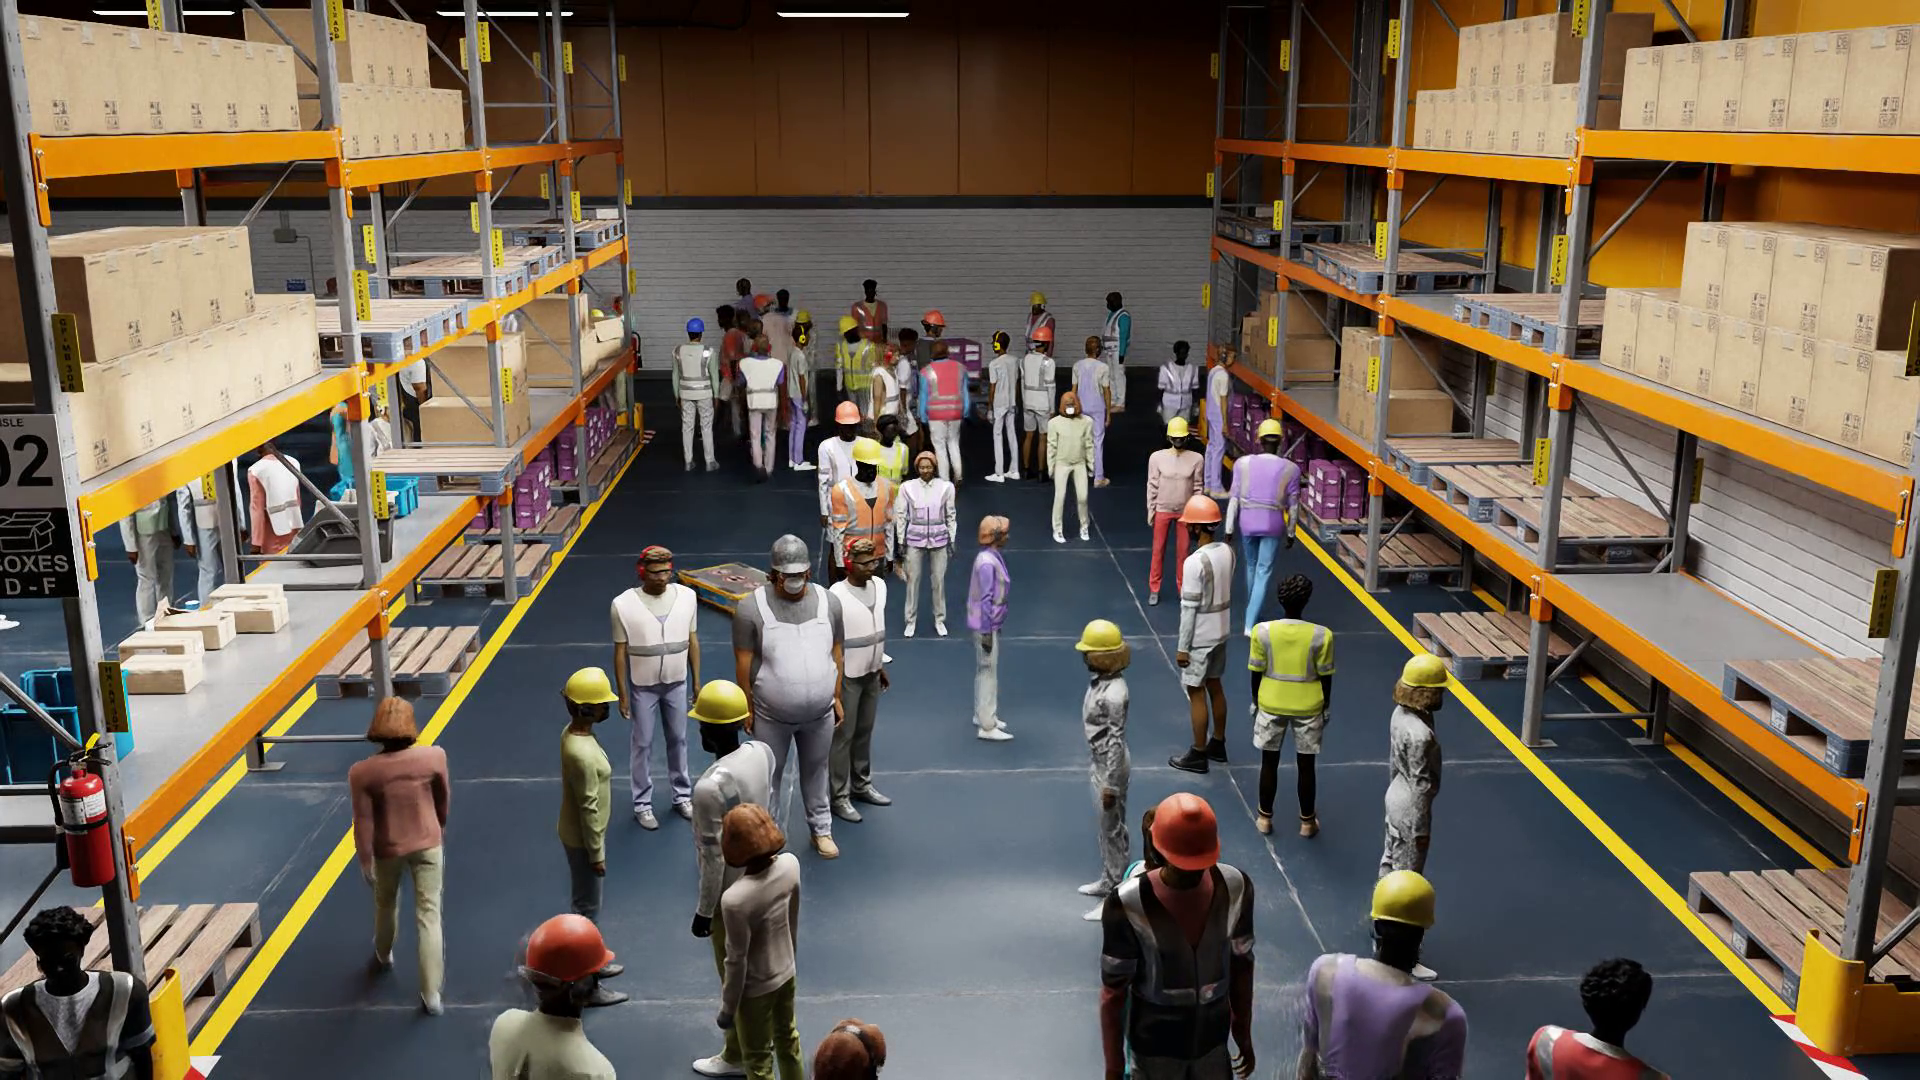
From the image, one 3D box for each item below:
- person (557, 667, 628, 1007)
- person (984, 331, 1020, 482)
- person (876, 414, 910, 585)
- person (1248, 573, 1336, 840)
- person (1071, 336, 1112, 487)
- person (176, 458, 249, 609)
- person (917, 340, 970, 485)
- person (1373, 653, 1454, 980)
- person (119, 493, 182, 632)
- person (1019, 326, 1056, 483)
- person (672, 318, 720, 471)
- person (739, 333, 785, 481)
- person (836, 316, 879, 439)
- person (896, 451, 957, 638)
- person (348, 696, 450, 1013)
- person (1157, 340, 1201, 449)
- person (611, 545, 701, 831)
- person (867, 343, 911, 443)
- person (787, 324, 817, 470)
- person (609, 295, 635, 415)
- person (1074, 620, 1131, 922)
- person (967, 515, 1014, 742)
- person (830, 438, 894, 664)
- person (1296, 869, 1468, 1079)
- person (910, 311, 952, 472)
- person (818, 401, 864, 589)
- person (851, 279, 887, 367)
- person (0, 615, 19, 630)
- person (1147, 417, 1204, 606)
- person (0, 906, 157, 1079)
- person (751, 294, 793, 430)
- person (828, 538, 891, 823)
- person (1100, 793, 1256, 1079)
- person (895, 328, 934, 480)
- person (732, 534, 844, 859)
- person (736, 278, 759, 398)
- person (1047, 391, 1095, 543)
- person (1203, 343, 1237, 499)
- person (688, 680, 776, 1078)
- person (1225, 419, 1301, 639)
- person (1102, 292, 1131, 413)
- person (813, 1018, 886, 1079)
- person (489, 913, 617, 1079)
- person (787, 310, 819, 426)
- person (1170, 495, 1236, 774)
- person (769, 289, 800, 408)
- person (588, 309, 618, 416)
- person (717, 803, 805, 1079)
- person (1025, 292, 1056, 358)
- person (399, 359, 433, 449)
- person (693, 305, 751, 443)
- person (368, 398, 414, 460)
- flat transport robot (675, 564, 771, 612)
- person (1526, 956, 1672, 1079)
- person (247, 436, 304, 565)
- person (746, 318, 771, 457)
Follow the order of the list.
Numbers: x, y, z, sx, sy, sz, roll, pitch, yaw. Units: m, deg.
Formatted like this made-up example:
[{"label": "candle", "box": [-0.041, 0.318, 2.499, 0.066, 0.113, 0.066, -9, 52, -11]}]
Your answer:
[{"label": "person", "box": [-1.864, 1.493, 8.426, 0.339, 1.761, 0.524, -4, 15, -17]}, {"label": "person", "box": [0.527, -1.642, 20.534, 0.511, 1.860, 0.331, -12, 19, -40]}, {"label": "person", "box": [-0.691, -0.369, 15.899, 0.550, 1.680, 0.610, -7, 16, -26]}, {"label": "person", "box": [2.052, 1.035, 10.338, 0.529, 1.697, 0.321, 4, 15, 16]}, {"label": "person", "box": [1.604, -1.561, 20.237, 0.517, 1.844, 0.329, 8, 16, 29]}, {"label": "person", "box": [-6.448, -0.092, 14.351, 0.401, 1.908, 0.597, 8, 16, 29]}, {"label": "person", "box": [-0.206, -1.488, 20.015, 0.656, 1.816, 0.435, -6, 15, -21]}, {"label": "person", "box": [2.381, 1.427, 8.711, 0.296, 1.743, 0.492, 0, 14, 1]}, {"label": "person", "box": [-6.894, -0.038, 14.146, 0.413, 1.907, 0.594, 3, 15, 12]}, {"label": "person", "box": [0.985, -1.665, 20.484, 0.545, 1.929, 0.390, 14, 20, 43]}, {"label": "person", "box": [-3.343, -1.845, 21.147, 0.616, 1.945, 0.399, 2, 14, 9]}, {"label": "person", "box": [-2.446, -1.628, 20.563, 0.582, 1.819, 0.756, -2, 14, -9]}, {"label": "person", "box": [-1.313, -2.071, 22.195, 0.603, 1.870, 0.733, 8, 16, 27]}, {"label": "person", "box": [-0.287, 0.034, 14.384, 0.524, 1.639, 0.308, -2, 14, -6]}, {"label": "person", "box": [-2.854, 1.557, 8.530, 0.489, 1.585, 0.838, -6, 16, -24]}, {"label": "person", "box": [2.790, -1.689, 21.050, 0.548, 1.672, 0.648, -3, 15, -11]}, {"label": "person", "box": [-1.916, 0.914, 10.540, 0.561, 1.837, 0.390, -8, 17, -30]}, {"label": "person", "box": [-0.805, -1.433, 19.790, 0.592, 1.814, 0.565, 3, 15, 10]}, {"label": "person", "box": [-2.042, -1.816, 21.215, 0.327, 1.862, 0.508, -6, 16, -23]}, {"label": "person", "box": [-5.182, -2.795, 25.103, 0.631, 1.833, 0.596, 8, 16, 29]}, {"label": "person", "box": [0.802, 1.281, 9.315, 0.356, 1.736, 0.535, -1, 14, -4]}, {"label": "person", "box": [0.223, 0.618, 12.114, 0.352, 1.630, 0.535, 2, 14, 6]}, {"label": "person", "box": [-0.771, 0.109, 13.548, 0.582, 1.919, 0.394, -10, 17, -33]}, {"label": "person", "box": [1.426, 2.083, 5.815, 0.626, 1.896, 0.588, 11, 18, 38]}, {"label": "person", "box": [-0.346, -1.891, 21.155, 0.605, 2.036, 0.393, 11, 18, 37]}, {"label": "person", "box": [-1.012, -0.307, 15.128, 0.544, 1.939, 0.354, -4, 15, -17]}, {"label": "person", "box": [-1.419, -3.141, 26.233, 0.602, 1.957, 0.395, -7, 16, -25]}, {"label": "person", "box": [-8.615, -0.156, 14.558, 0.587, 1.927, 0.369, 13, 19, 42]}, {"label": "person", "box": [1.973, -0.261, 15.290, 0.522, 1.769, 0.317, 0, 14, -1]}, {"label": "person", "box": [-3.199, 2.122, 6.075, 0.534, 1.697, 0.318, -7, 16, -26]}, {"label": "person", "box": [-2.733, -2.577, 24.066, 0.892, 1.925, 0.647, 11, 18, 38]}, {"label": "person", "box": [-0.674, 0.870, 10.690, 0.381, 1.844, 0.566, 9, 17, 33]}, {"label": "person", "box": [0.835, 1.897, 6.312, 0.611, 2.028, 0.409, -4, 15, -15]}, {"label": "person", "box": [-0.666, -1.641, 20.369, 0.813, 1.922, 0.647, -6, 15, -22]}, {"label": "person", "box": [-0.985, 0.958, 9.957, 0.684, 2.000, 0.538, -6, 15, -22]}, {"label": "person", "box": [-3.383, -3.208, 26.537, 0.374, 1.933, 0.625, 5, 15, 18]}, {"label": "person", "box": [1.173, -0.773, 17.599, 0.517, 1.615, 0.304, -2, 14, -7]}, {"label": "person", "box": [3.072, -1.408, 19.655, 0.351, 1.836, 0.505, -2, 14, -8]}, {"label": "person", "box": [-1.069, 1.576, 7.760, 0.367, 1.927, 0.584, 5, 15, 20]}, {"label": "person", "box": [2.651, -0.115, 14.516, 0.605, 1.859, 0.922, 5, 15, 20]}, {"label": "person", "box": [2.374, -2.873, 25.424, 0.429, 1.833, 0.637, -5, 15, -17]}, {"label": "person", "box": [-0.375, 2.341, 5.369, 0.516, 1.622, 0.472, 5, 15, 17]}, {"label": "person", "box": [-1.235, 2.136, 5.512, 0.622, 1.941, 1.002, 11, 18, 37]}, {"label": "person", "box": [-2.249, -2.481, 24.113, 0.512, 1.713, 0.566, 8, 16, 30]}, {"label": "person", "box": [1.651, 0.642, 11.430, 0.391, 1.929, 0.546, 11, 18, 37]}, {"label": "person", "box": [-2.679, -2.922, 25.510, 0.600, 1.890, 0.887, -2, 14, -9]}, {"label": "person", "box": [-5.146, -2.422, 23.800, 0.349, 1.758, 0.521, -12, 18, -39]}, {"label": "person", "box": [-0.855, 1.893, 7.102, 0.284, 1.633, 0.498, 8, 16, 27]}, {"label": "person", "box": [1.206, -2.890, 25.509, 0.403, 1.824, 0.594, -10, 17, -34]}, {"label": "person", "box": [-6.562, -1.652, 20.204, 0.536, 2.000, 0.684, -11, 18, -37]}, {"label": "person", "box": [-3.245, -2.267, 22.848, 0.948, 1.916, 0.617, 2, 14, 6]}, {"label": "person", "box": [-5.592, -0.599, 16.480, 0.404, 1.836, 0.590, 8, 16, 29]}, {"label": "flat transport robot", "box": [-2.031, 0.462, 15.433, 0.652, 0.197, 1.431, -12, 18, -38]}, {"label": "person", "box": [2.158, 2.223, 5.699, 0.322, 1.690, 0.532, -14, 20, -43]}, {"label": "person", "box": [-5.842, -0.066, 14.259, 0.410, 1.907, 0.595, 3, 15, 13]}, {"label": "person", "box": [-2.662, -2.023, 22.064, 0.343, 1.839, 0.506, -3, 15, -12]}]
